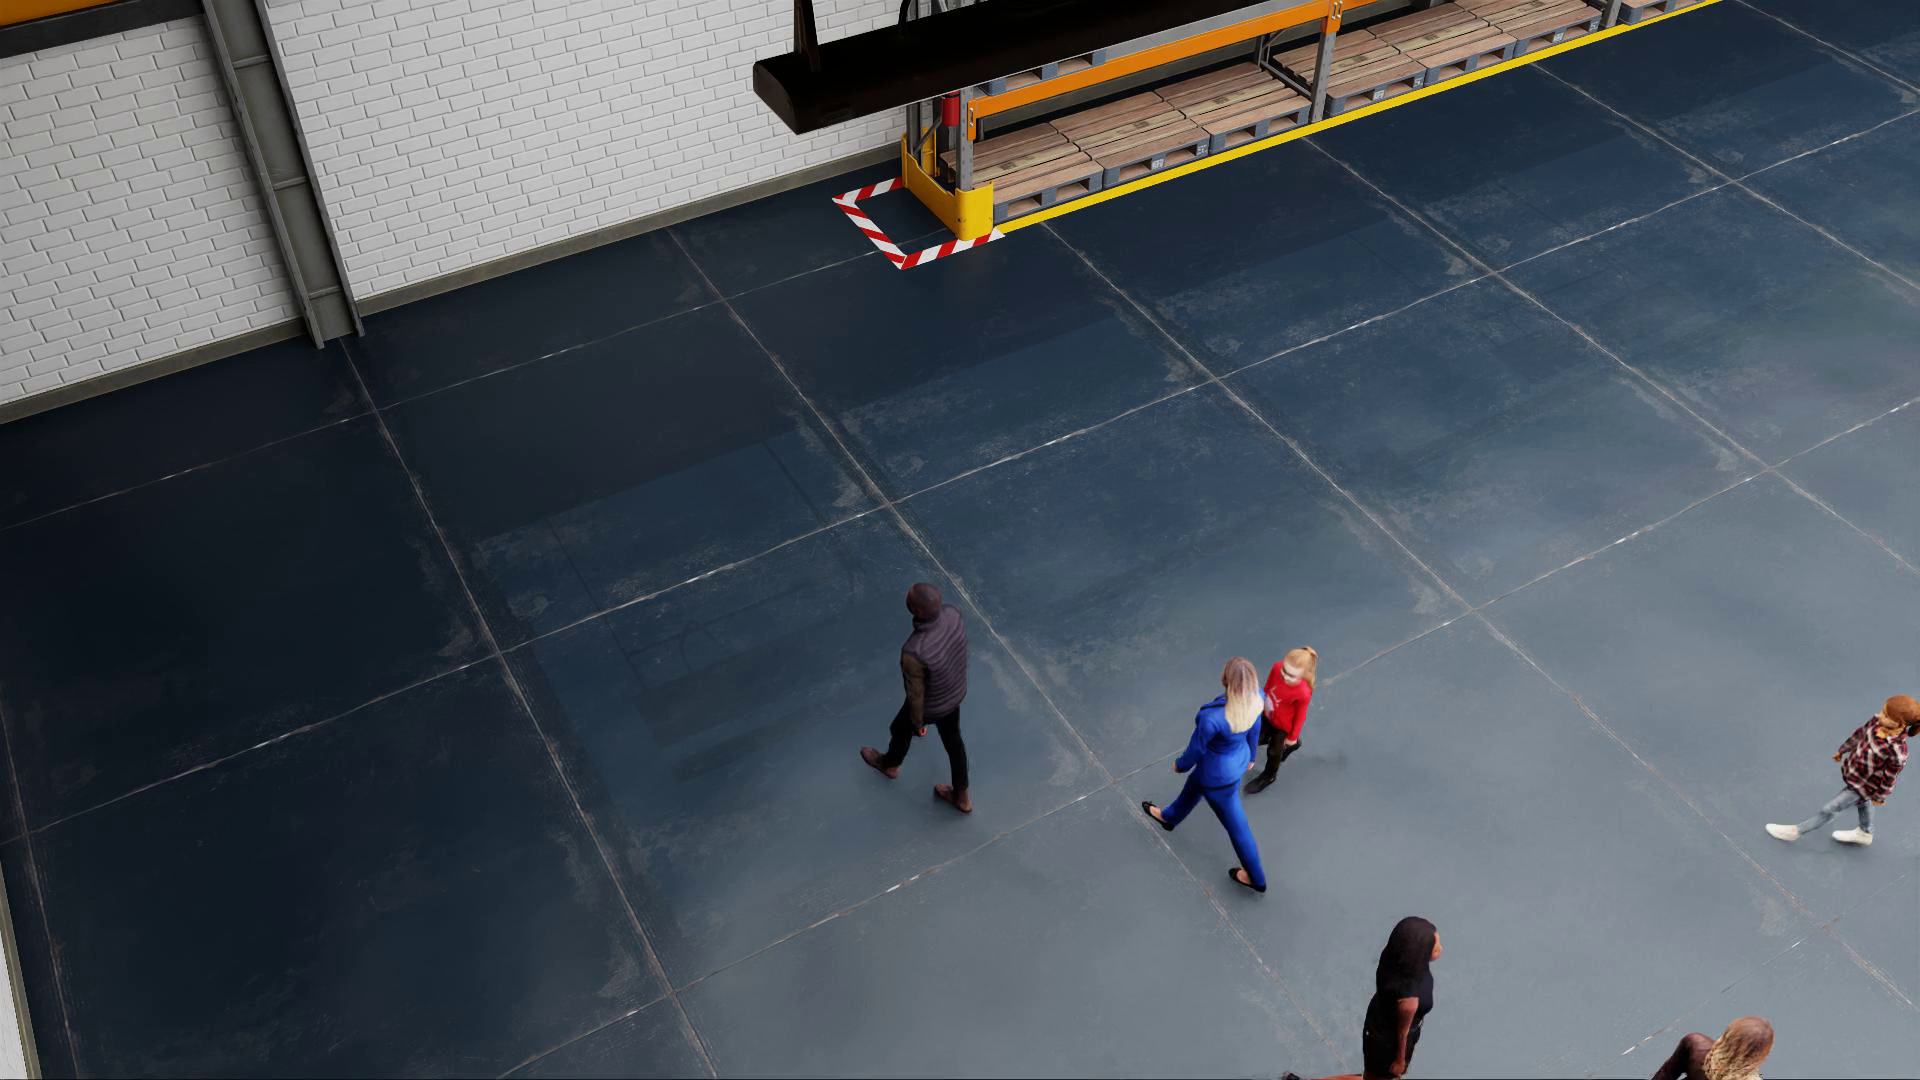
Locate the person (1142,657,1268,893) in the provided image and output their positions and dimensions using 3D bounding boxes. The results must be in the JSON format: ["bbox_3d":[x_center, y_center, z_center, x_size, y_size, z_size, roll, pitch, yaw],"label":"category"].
[{"bbox_3d":[1.559,1.382,9.430,0.925,1.646,1.165,32,52,29],"label":"person"}]

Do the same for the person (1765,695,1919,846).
[{"bbox_3d":[5.350,1.382,9.704,0.966,1.270,0.845,4,44,4],"label":"person"}]

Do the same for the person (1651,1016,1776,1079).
[{"bbox_3d":[3.424,2.823,7.896,0.890,1.678,0.690,-25,49,-24],"label":"person"}]

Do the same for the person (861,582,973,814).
[{"bbox_3d":[-0.086,0.962,9.758,1.001,1.802,1.082,29,50,27],"label":"person"}]

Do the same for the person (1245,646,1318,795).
[{"bbox_3d":[1.992,1.061,10.044,0.636,1.266,0.499,-17,46,-18],"label":"person"}]

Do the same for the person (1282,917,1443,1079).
[{"bbox_3d":[2.060,2.436,8.268,1.063,1.723,0.986,8,44,9],"label":"person"}]
